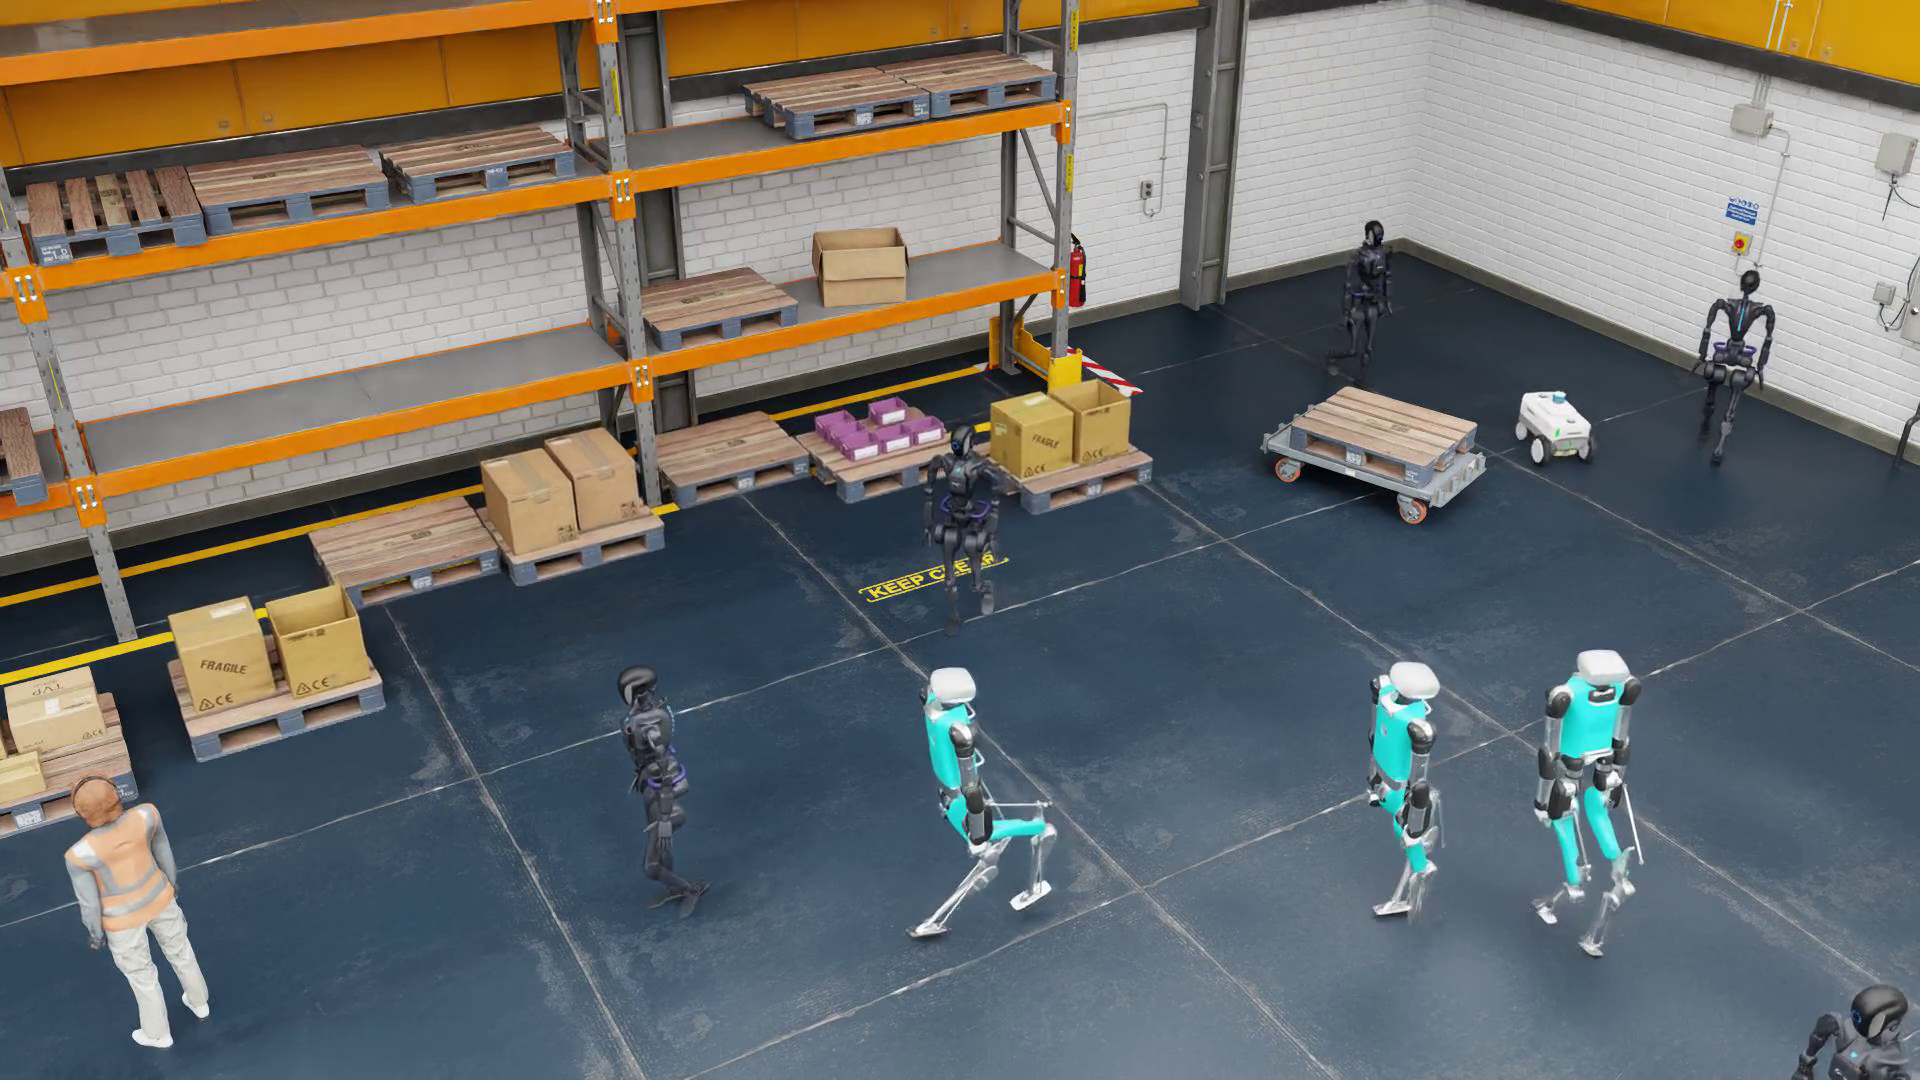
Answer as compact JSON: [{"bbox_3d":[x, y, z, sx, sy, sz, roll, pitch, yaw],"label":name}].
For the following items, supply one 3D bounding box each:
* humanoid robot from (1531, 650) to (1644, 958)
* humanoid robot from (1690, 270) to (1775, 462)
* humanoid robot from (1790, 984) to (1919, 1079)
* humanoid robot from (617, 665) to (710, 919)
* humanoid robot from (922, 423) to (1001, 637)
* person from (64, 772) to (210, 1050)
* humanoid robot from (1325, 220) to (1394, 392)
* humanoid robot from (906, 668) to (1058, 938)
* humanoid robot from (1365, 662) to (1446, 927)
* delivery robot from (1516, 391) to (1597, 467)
[{"bbox_3d":[3.414,1.503,8.854,0.539,1.802,0.788,-8,30,-13],"label":"humanoid robot"},{"bbox_3d":[6.630,-1.532,14.300,0.593,1.623,0.784,13,32,22],"label":"humanoid robot"},{"bbox_3d":[3.780,2.549,7.038,0.420,1.647,0.614,-12,32,-20],"label":"humanoid robot"},{"bbox_3d":[-1.642,1.364,9.127,0.374,1.642,0.609,-14,32,-23],"label":"humanoid robot"},{"bbox_3d":[0.038,-0.117,11.752,0.604,1.639,0.485,11,31,18],"label":"humanoid robot"},{"bbox_3d":[-4.114,1.849,8.307,0.310,1.638,0.512,17,34,27],"label":"person"},{"bbox_3d":[3.734,-2.209,15.465,0.615,1.644,0.460,-15,33,-25],"label":"humanoid robot"},{"bbox_3d":[0.200,1.415,9.026,1.062,1.760,0.543,-12,32,-20],"label":"humanoid robot"},{"bbox_3d":[2.511,1.457,9.028,0.707,1.909,0.547,-8,30,-14],"label":"humanoid robot"},{"bbox_3d":[5.162,-0.987,14.437,0.499,0.602,0.795,-4,30,-8],"label":"delivery robot"}]
